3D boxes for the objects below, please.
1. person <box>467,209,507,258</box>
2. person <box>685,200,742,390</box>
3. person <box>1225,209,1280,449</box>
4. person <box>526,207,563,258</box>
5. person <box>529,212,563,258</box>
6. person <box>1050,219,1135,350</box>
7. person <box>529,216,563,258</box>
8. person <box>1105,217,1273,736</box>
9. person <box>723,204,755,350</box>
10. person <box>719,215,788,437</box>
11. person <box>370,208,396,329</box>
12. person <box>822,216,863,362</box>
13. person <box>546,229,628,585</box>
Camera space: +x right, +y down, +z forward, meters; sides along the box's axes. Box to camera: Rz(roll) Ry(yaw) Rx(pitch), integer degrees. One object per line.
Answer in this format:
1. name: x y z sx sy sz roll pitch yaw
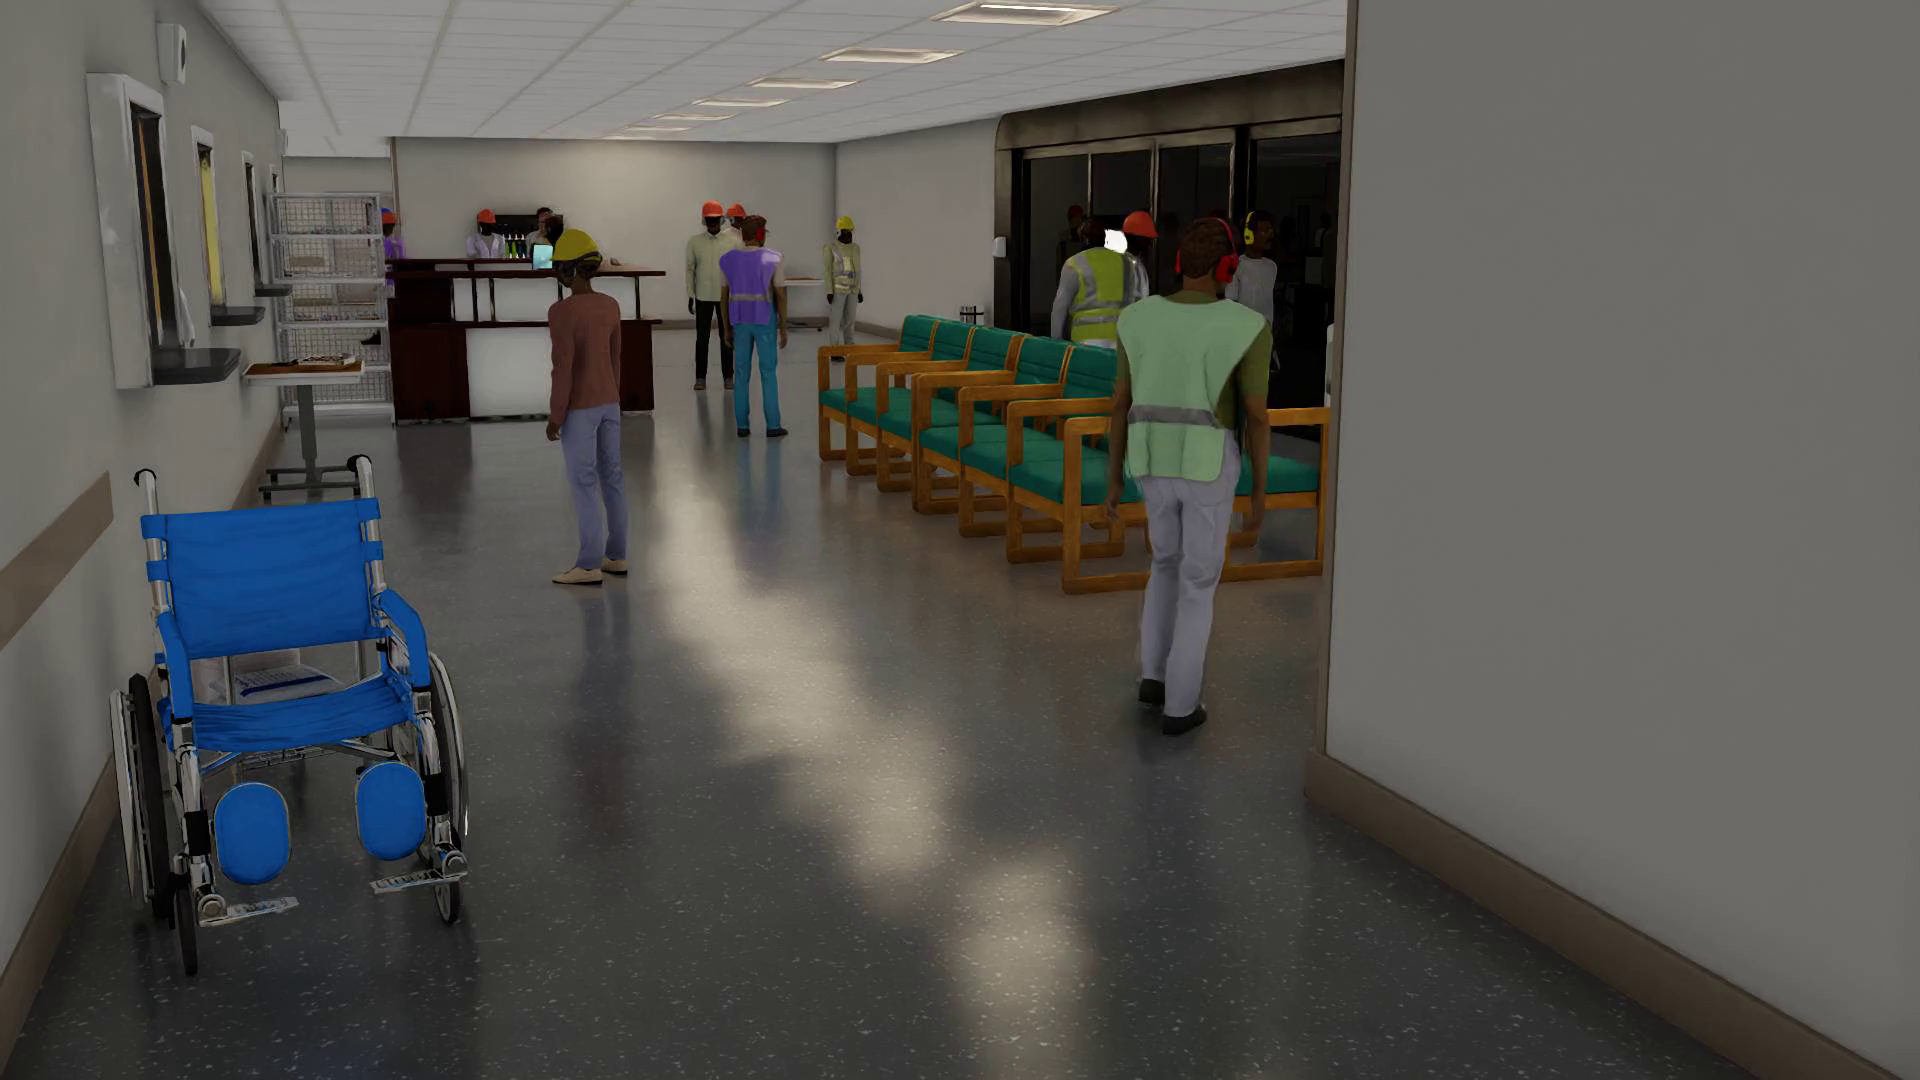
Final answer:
1. person: -6.567 -3.636 23.199 0.547 1.929 0.393 -7 13 -32
2. person: -2.596 -2.586 17.630 0.613 1.995 0.390 -1 11 -7
3. person: 1.999 -1.305 11.372 0.514 1.876 0.328 -10 15 -40
4. person: -5.984 -3.844 24.176 0.600 1.959 0.376 -5 12 -23
5. person: -5.777 -3.662 23.440 0.637 1.893 0.470 6 13 30
6. person: 1.023 -1.573 12.944 0.662 1.802 0.749 -7 13 -32
7. person: -4.998 -3.080 20.593 0.429 1.835 0.628 9 14 40
8. person: 0.826 -0.218 5.917 0.590 1.821 0.519 6 13 30
9. person: -3.073 -3.612 22.895 0.376 1.995 0.608 4 12 19
10. person: -1.716 -1.766 13.818 0.564 1.841 0.390 2 11 10
11. person: -8.618 -3.989 24.953 0.403 1.945 0.614 -7 13 -33
12. person: -1.462 -3.185 21.119 0.403 1.835 0.586 11 15 44
13. person: -1.882 -0.657 8.327 0.313 1.769 0.523 5 12 23
